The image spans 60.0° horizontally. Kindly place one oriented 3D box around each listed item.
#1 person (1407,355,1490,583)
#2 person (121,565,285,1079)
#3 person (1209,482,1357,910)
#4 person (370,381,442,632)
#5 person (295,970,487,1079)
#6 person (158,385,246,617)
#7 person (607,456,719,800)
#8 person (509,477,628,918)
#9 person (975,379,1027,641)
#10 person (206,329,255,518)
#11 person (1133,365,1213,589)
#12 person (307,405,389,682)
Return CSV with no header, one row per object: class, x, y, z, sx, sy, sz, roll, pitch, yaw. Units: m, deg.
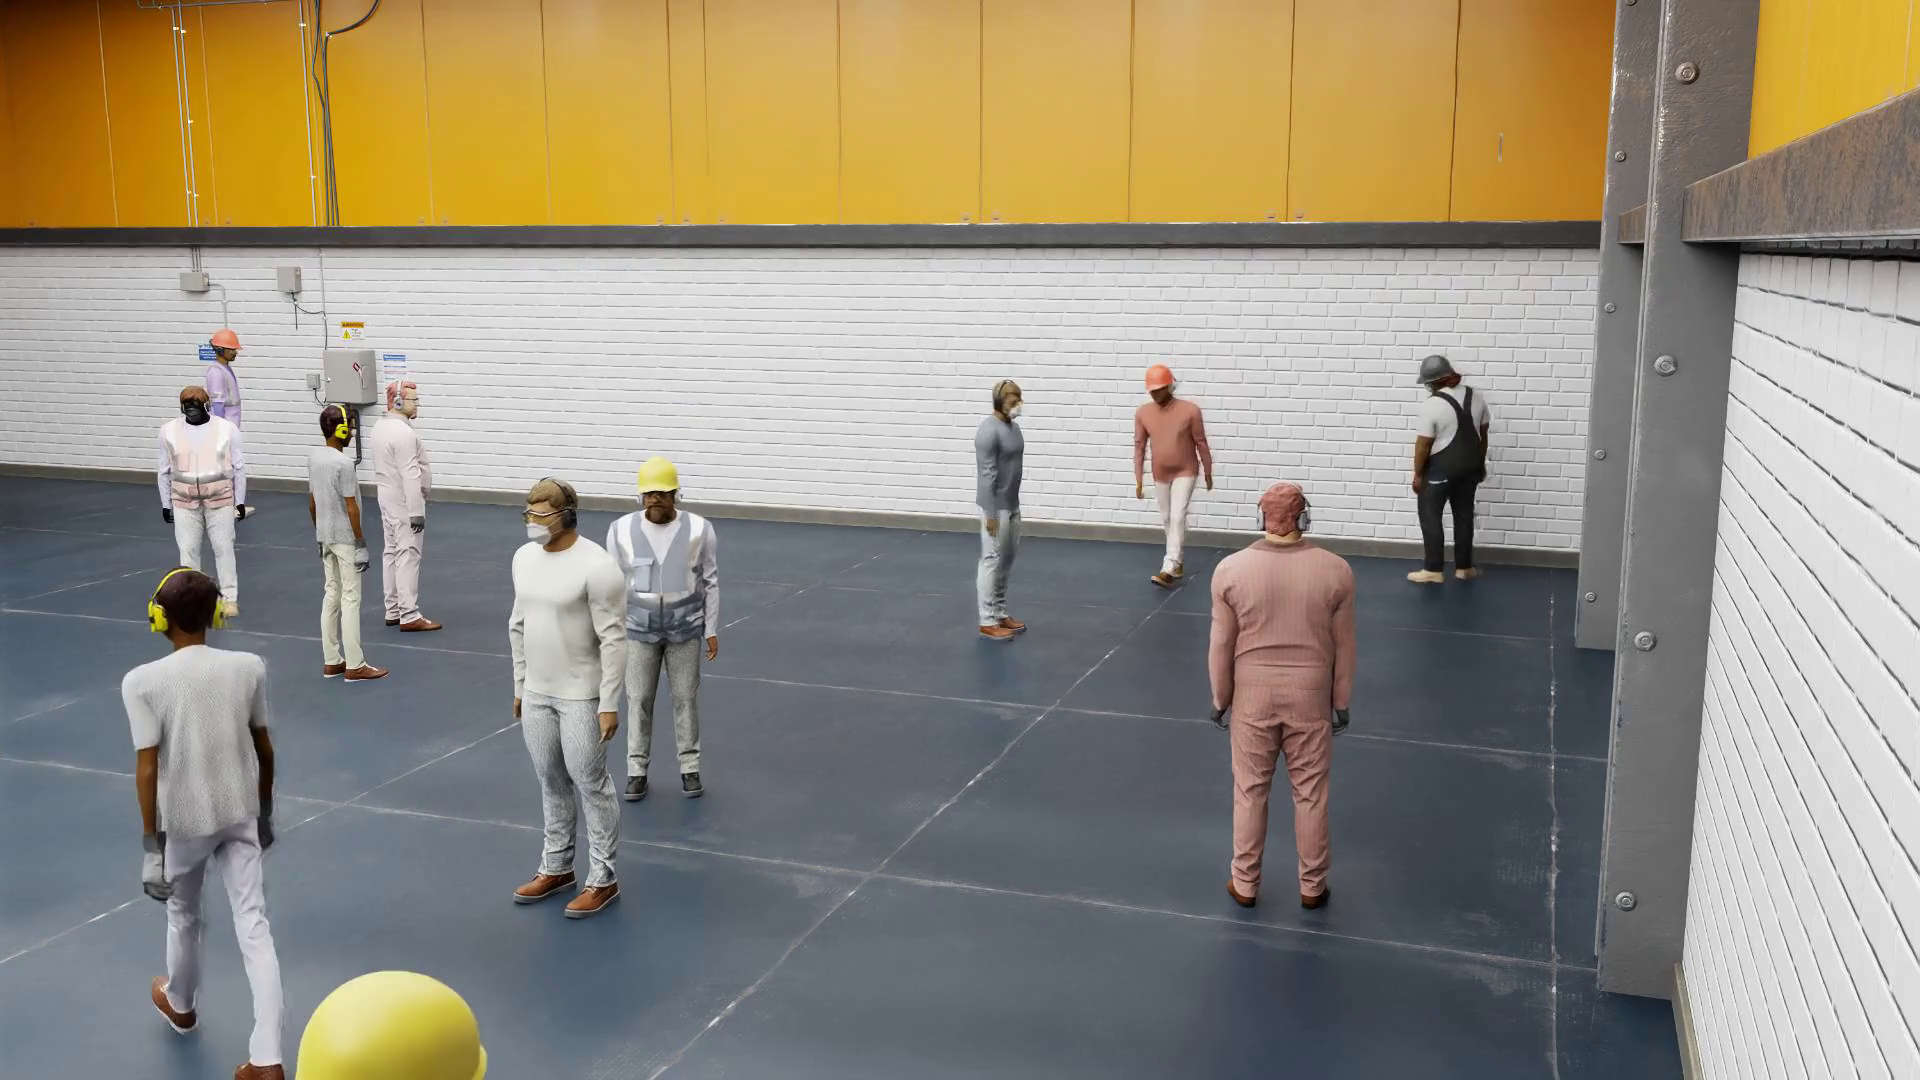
person,4.266,-0.656,14.515,0.791,2.000,0.533,-4,11,-22
person,-2.668,0.995,5.884,0.533,1.803,1.029,-9,14,-42
person,1.415,0.688,7.340,0.636,1.903,0.405,1,10,8
person,-4.215,-0.259,12.666,0.402,1.904,0.651,-8,13,-37
person,-0.756,1.544,2.485,0.414,1.917,0.591,-1,10,-8
person,-5.931,-0.294,13.036,0.634,1.841,0.429,-3,10,-16
person,-1.566,0.465,8.784,0.592,1.832,0.404,-2,10,-8
person,-1.728,0.679,7.283,0.638,1.936,0.356,7,12,33
person,0.319,-0.227,12.409,0.385,1.937,0.647,4,11,21
person,-7.840,-1.240,17.840,0.401,2.032,0.613,-3,10,-14
person,1.808,-0.555,14.314,0.644,1.908,1.039,5,11,28
person,-4.152,0.022,11.195,0.511,1.865,0.329,7,12,36
